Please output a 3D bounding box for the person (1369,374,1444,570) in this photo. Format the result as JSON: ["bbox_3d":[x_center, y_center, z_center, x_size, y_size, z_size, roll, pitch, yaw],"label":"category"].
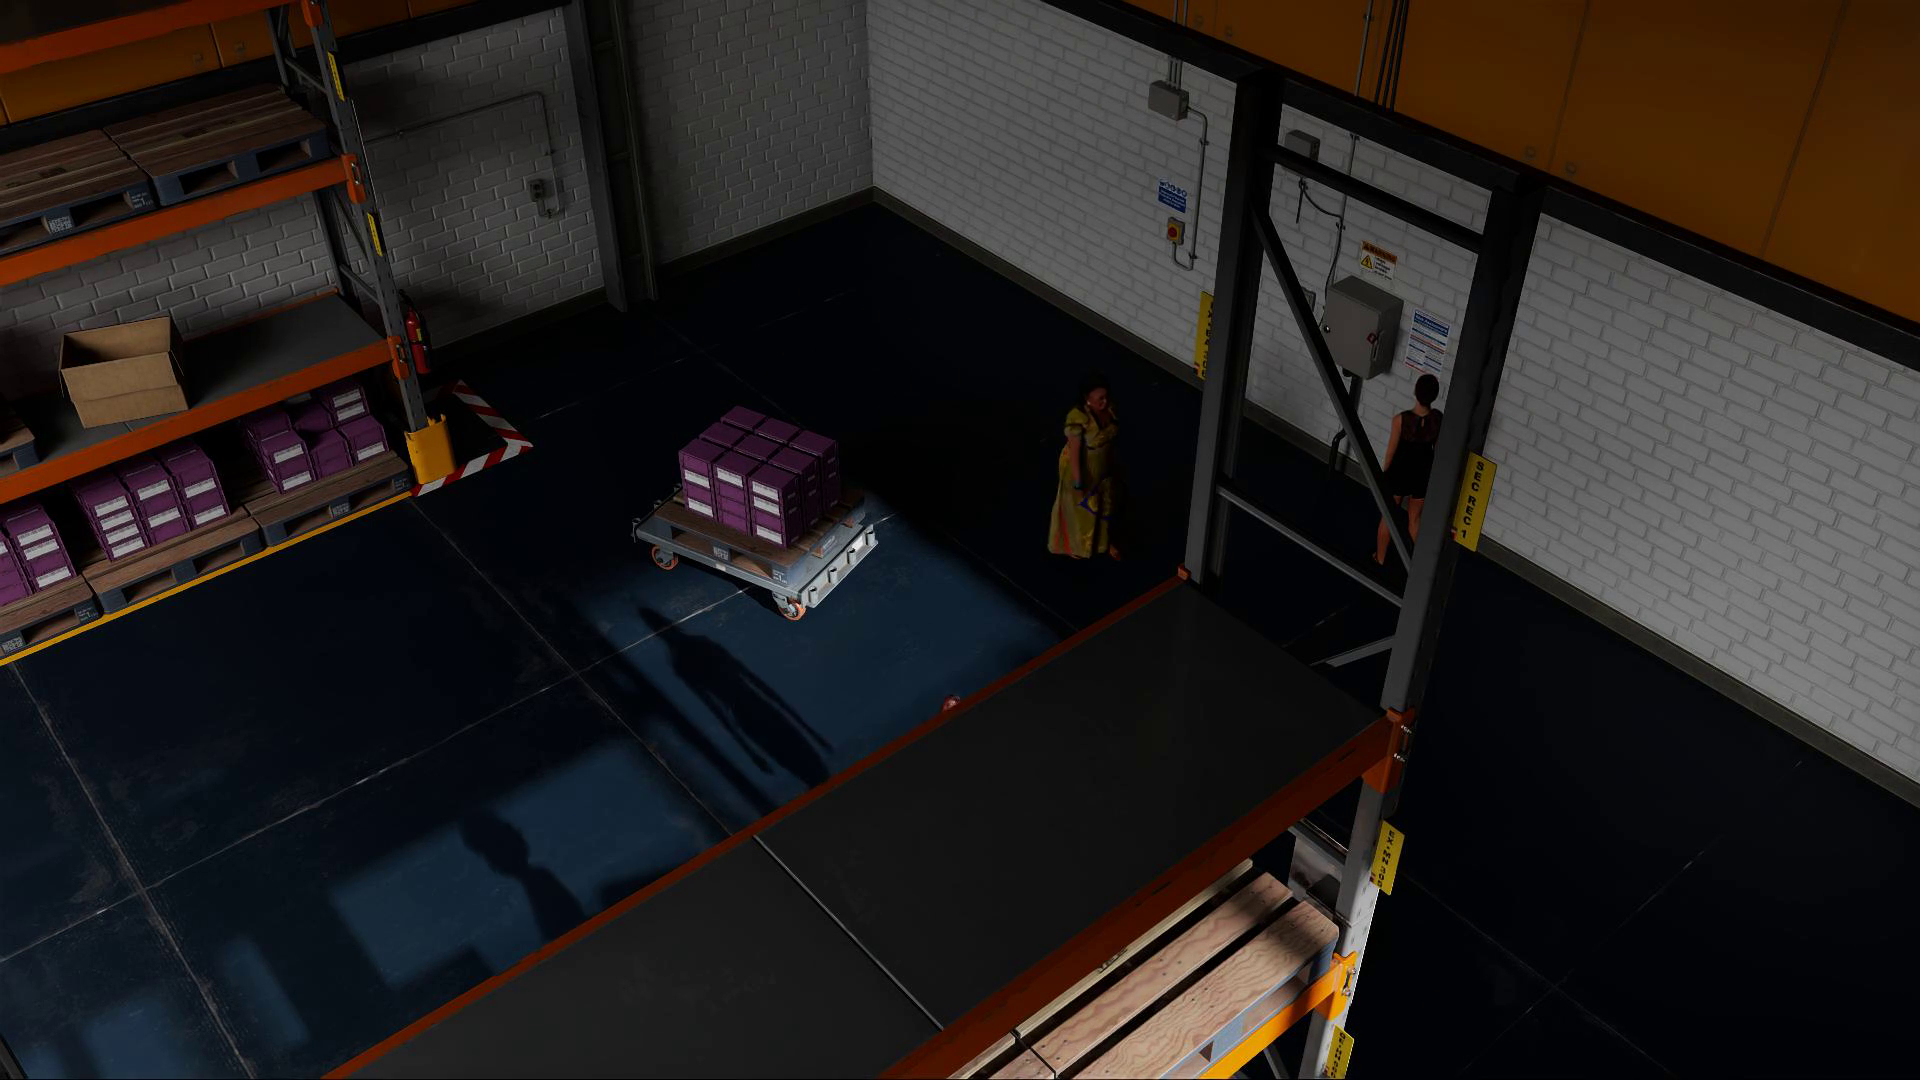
[{"bbox_3d":[3.272,-0.492,12.101,0.670,1.675,0.738,1,39,1],"label":"person"}]

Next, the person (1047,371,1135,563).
[{"bbox_3d":[0.876,-0.557,12.209,0.887,1.641,0.814,29,47,31],"label":"person"}]
